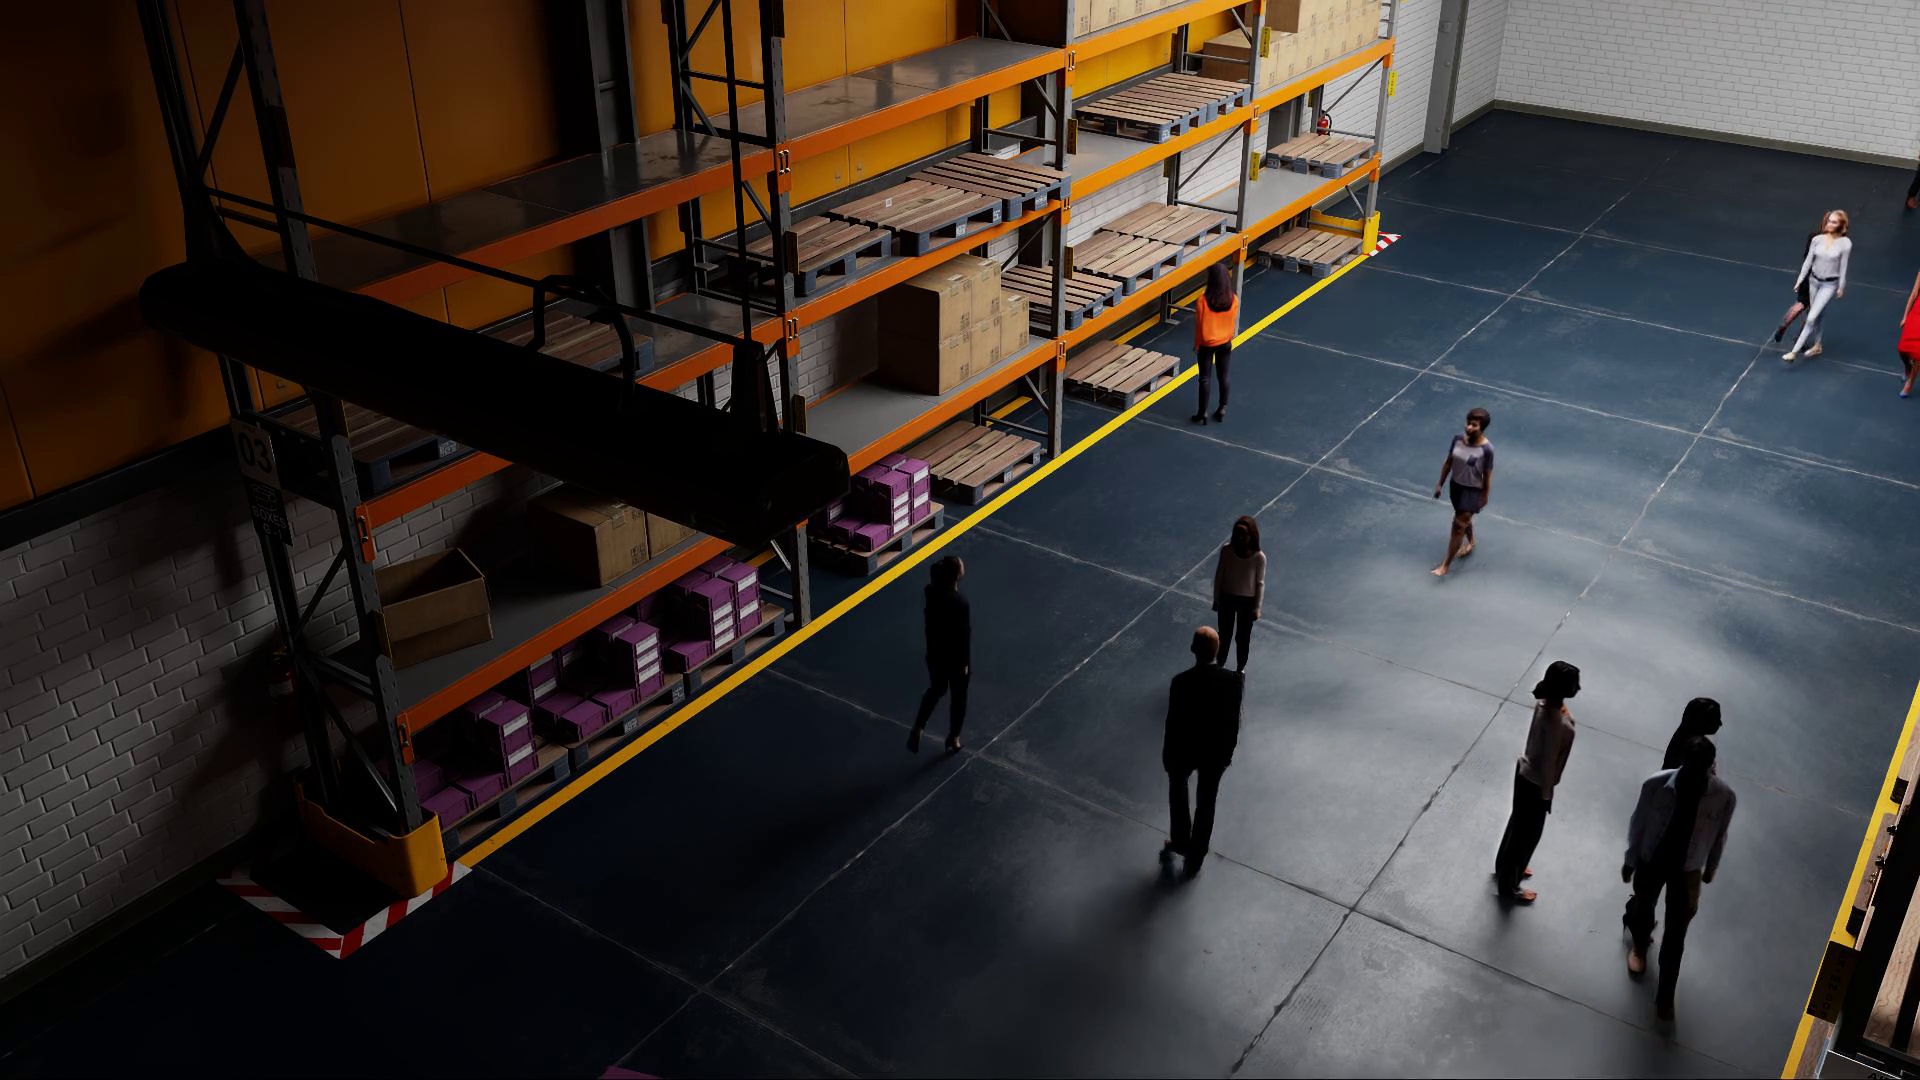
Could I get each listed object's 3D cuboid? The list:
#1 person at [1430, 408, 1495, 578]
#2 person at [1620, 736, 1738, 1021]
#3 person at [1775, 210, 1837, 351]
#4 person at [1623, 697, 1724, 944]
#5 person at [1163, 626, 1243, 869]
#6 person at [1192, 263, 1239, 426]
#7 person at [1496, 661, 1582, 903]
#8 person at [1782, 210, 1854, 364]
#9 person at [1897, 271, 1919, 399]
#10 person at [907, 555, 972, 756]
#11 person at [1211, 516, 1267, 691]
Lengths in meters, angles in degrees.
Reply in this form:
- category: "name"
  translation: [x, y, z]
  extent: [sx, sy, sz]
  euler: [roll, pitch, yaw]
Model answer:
- category: "person"
  translation: [4.503, -0.472, 14.674]
  extent: [1.082, 1.522, 0.779]
  euler: [-20, 34, -32]
- category: "person"
  translation: [4.286, 1.897, 10.055]
  extent: [0.804, 1.786, 1.023]
  euler: [11, 31, 19]
- category: "person"
  translation: [9.710, -2.938, 19.021]
  extent: [0.899, 1.686, 0.803]
  euler: [-12, 31, -20]
- category: "person"
  translation: [4.411, 1.735, 10.326]
  extent: [0.716, 1.810, 0.532]
  euler: [13, 31, 22]
- category: "person"
  translation: [1.596, 1.428, 10.914]
  extent: [0.792, 1.786, 0.819]
  euler: [0, 29, -1]
- category: "person"
  translation: [2.655, -2.040, 17.311]
  extent: [0.680, 1.749, 0.769]
  euler: [-9, 30, -16]
- category: "person"
  translation: [3.717, 1.535, 10.735]
  extent: [0.712, 1.769, 0.581]
  euler: [6, 29, 11]
- category: "person"
  translation: [9.802, -2.869, 18.822]
  extent: [1.191, 1.756, 0.898]
  euler: [-18, 33, -30]
- category: "person"
  translation: [10.442, -2.381, 17.956]
  extent: [0.642, 1.730, 0.719]
  euler: [25, 37, 38]
- category: "person"
  translation: [-0.138, 0.882, 12.006]
  extent: [0.607, 1.698, 0.834]
  euler: [22, 35, 34]
- category: "person"
  translation: [2.169, 0.473, 12.979]
  extent: [0.579, 1.485, 0.559]
  euler: [11, 30, 19]
